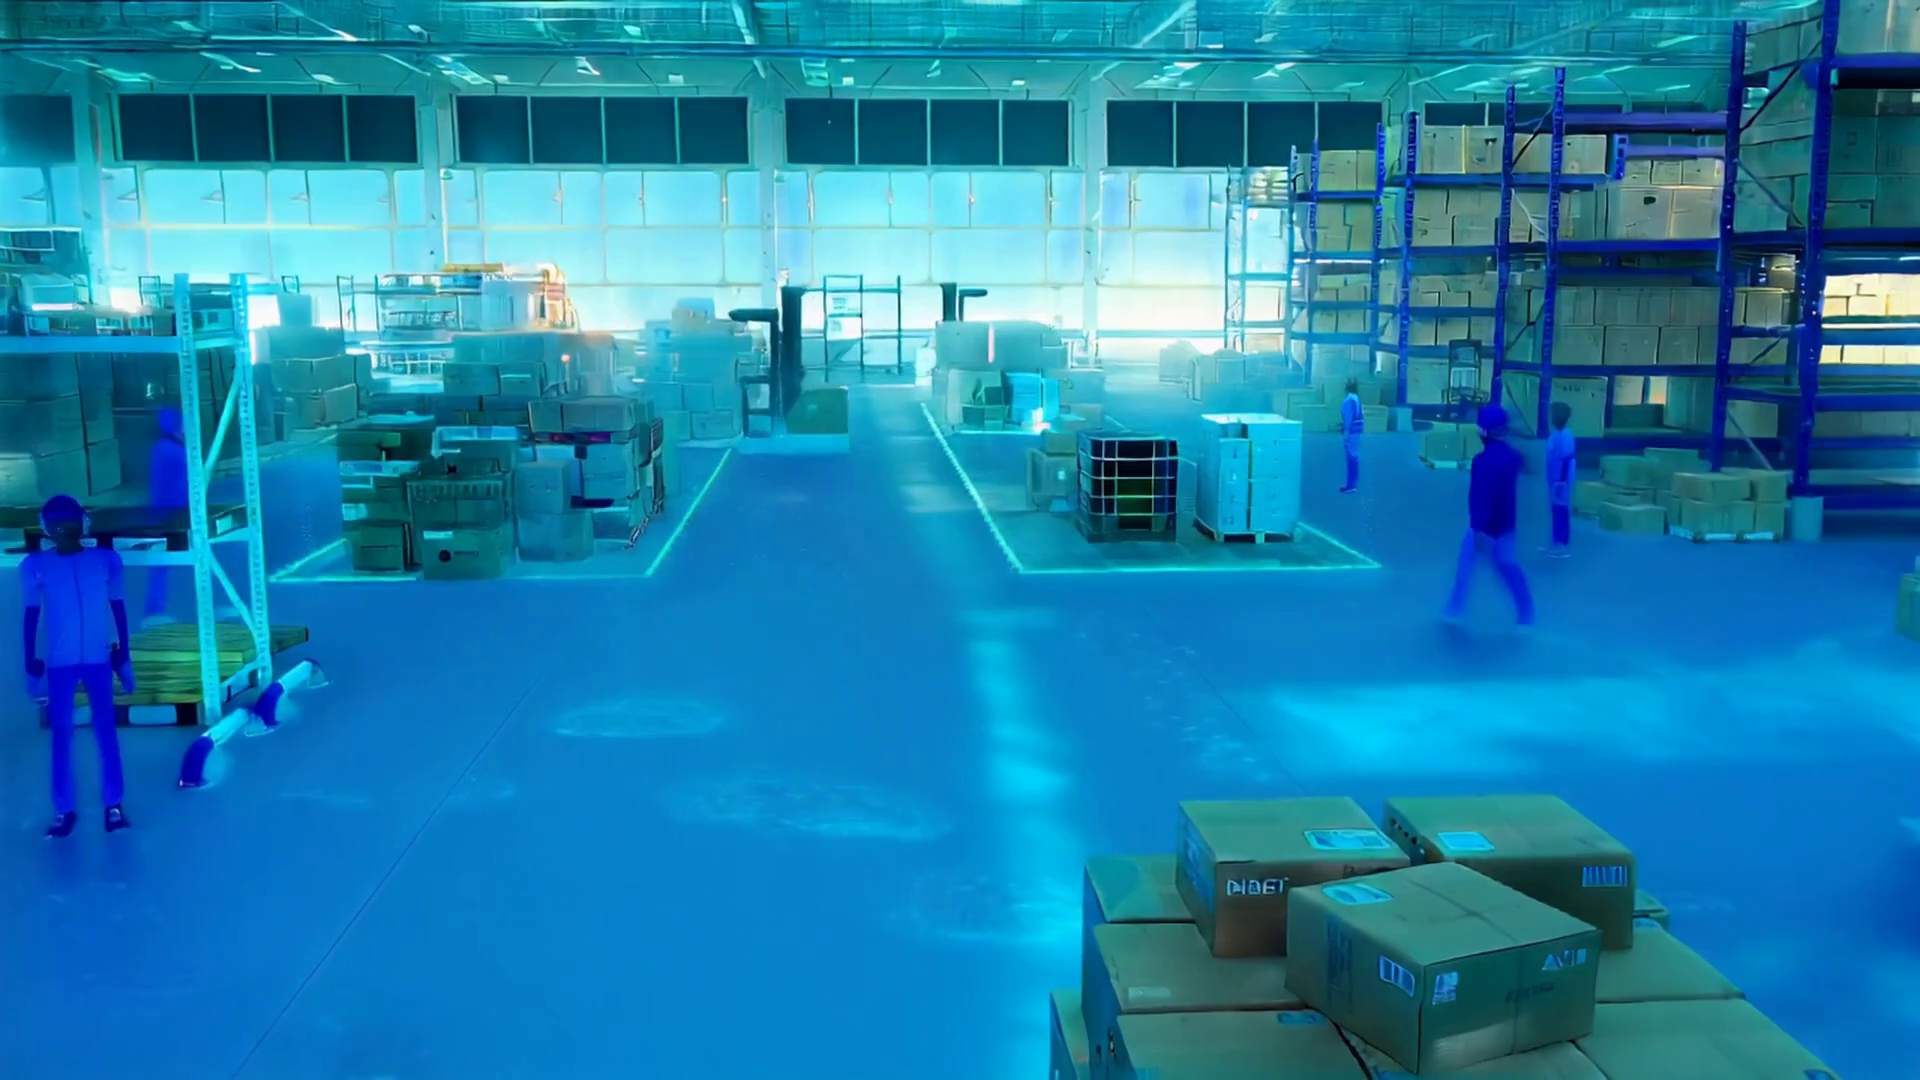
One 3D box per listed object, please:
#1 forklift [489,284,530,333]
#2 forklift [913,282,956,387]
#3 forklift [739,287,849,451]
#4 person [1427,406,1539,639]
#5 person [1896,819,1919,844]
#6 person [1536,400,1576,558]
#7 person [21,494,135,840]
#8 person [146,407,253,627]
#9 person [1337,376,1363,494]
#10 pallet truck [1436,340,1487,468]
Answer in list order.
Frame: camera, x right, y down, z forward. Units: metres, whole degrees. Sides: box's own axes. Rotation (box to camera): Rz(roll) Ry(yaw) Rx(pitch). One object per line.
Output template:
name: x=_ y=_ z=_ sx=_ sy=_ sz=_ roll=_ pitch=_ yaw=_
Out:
forklift: x=-9.968 y=-4.280 z=36.906 sx=1.129 sy=2.768 sz=1.873 roll=6 pitch=11 yaw=33
forklift: x=-0.311 y=-5.566 z=44.978 sx=1.873 sy=2.768 sz=1.129 roll=-1 pitch=9 yaw=-4
forklift: x=-2.857 y=-2.959 z=28.607 sx=1.873 sy=2.768 sz=1.129 roll=-1 pitch=9 yaw=-4
person: x=4.453 y=-0.150 z=13.910 sx=0.649 sy=1.945 sz=1.039 roll=-7 pitch=11 yaw=-36
person: x=5.410 y=0.622 z=8.753 sx=0.999 sy=2.000 sz=0.690 roll=0 pitch=9 yaw=0
person: x=6.421 y=-0.650 z=17.830 sx=0.320 sy=1.692 sz=0.531 roll=1 pitch=9 yaw=6
person: x=-4.754 y=0.674 z=8.969 sx=0.534 sy=1.868 sz=0.310 roll=-4 pitch=10 yaw=-21
person: x=-6.594 y=-0.187 z=14.299 sx=0.970 sy=1.894 sz=0.648 roll=-1 pitch=9 yaw=-9
person: x=5.425 y=-1.454 z=23.040 sx=0.309 sy=1.641 sz=0.513 roll=4 pitch=10 yaw=24
pallet truck: x=8.004 y=-2.170 z=26.422 sx=0.823 sy=1.965 sz=1.885 roll=2 pitch=9 yaw=14
